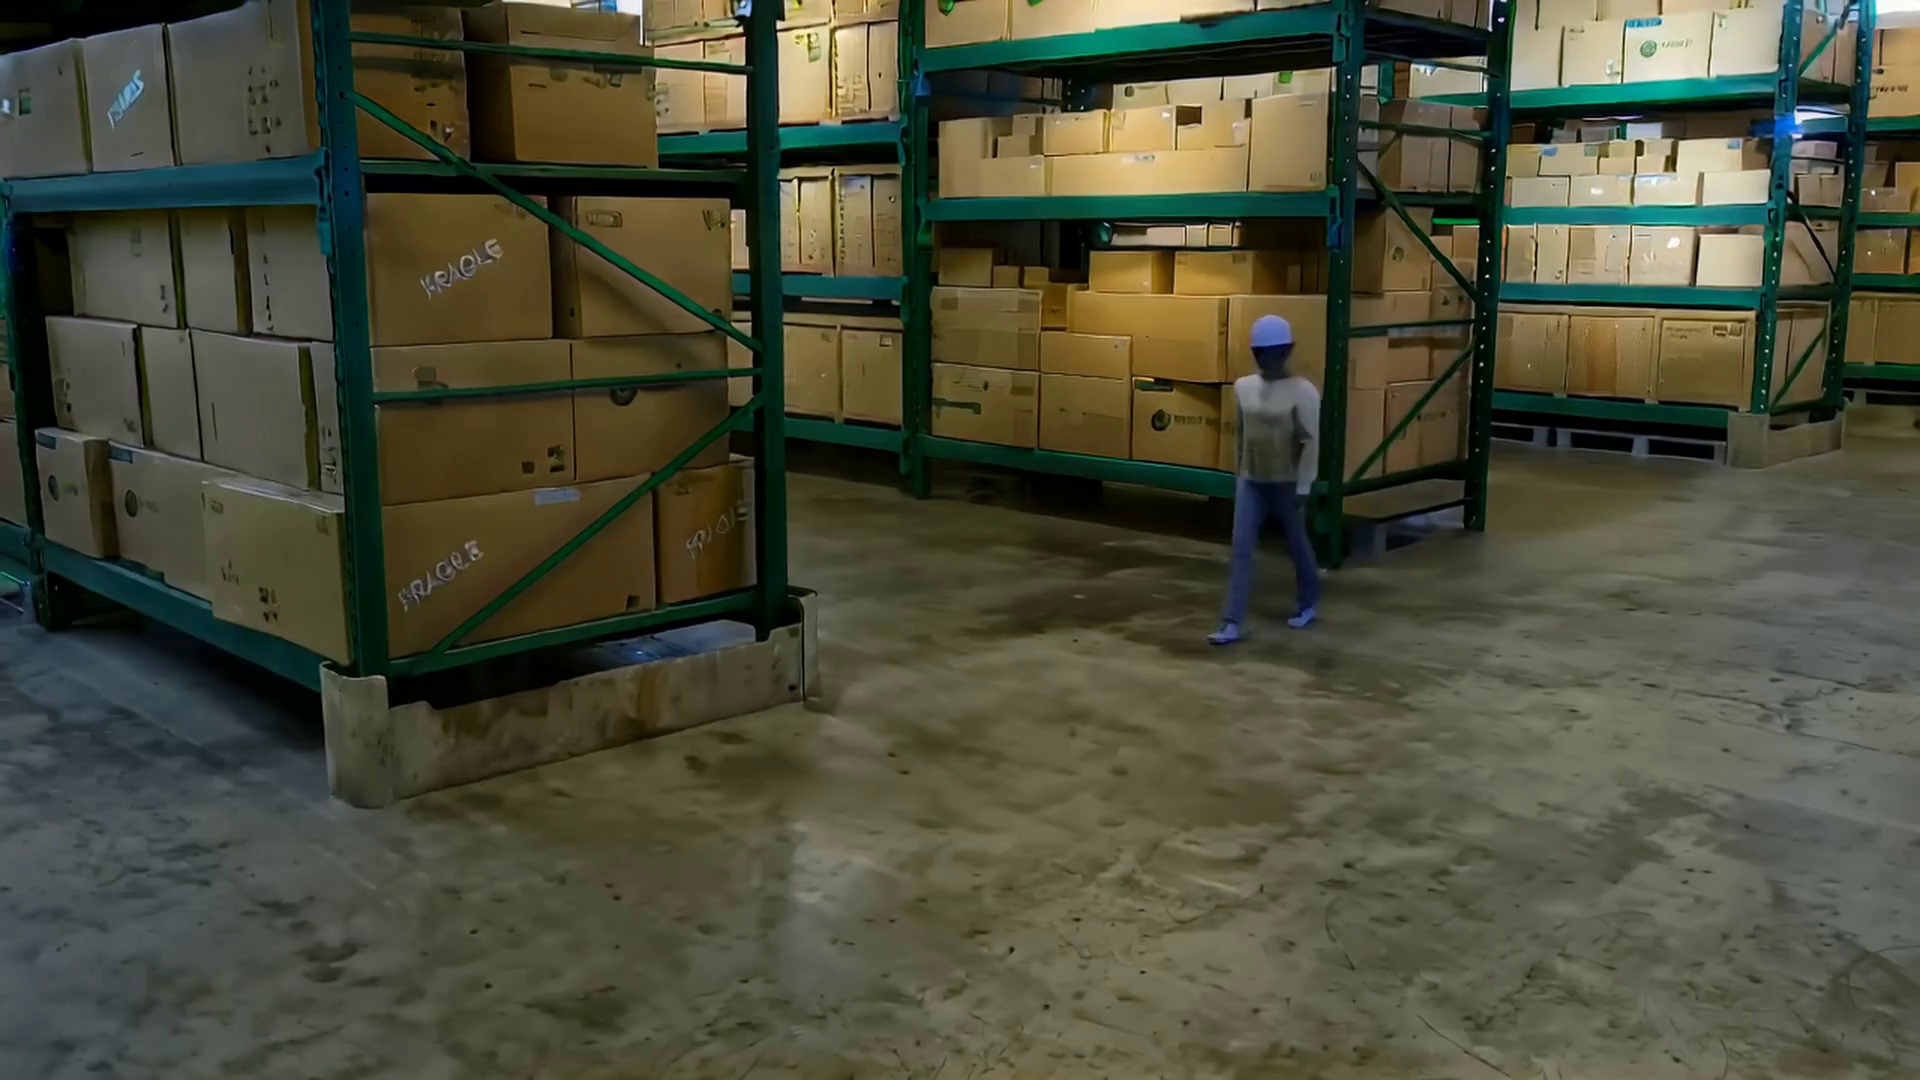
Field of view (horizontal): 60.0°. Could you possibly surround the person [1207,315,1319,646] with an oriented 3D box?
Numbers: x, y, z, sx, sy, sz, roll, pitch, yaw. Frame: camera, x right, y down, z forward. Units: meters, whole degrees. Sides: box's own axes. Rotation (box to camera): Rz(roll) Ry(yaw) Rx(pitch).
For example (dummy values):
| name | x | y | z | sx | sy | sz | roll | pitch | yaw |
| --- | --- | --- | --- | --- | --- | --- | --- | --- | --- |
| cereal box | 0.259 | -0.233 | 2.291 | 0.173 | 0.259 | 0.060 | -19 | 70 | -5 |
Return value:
| name | x | y | z | sx | sy | sz | roll | pitch | yaw |
| --- | --- | --- | --- | --- | --- | --- | --- | --- | --- |
| person | 1.661 | -0.327 | 8.801 | 0.538 | 1.718 | 0.902 | 9 | 14 | 39 |
